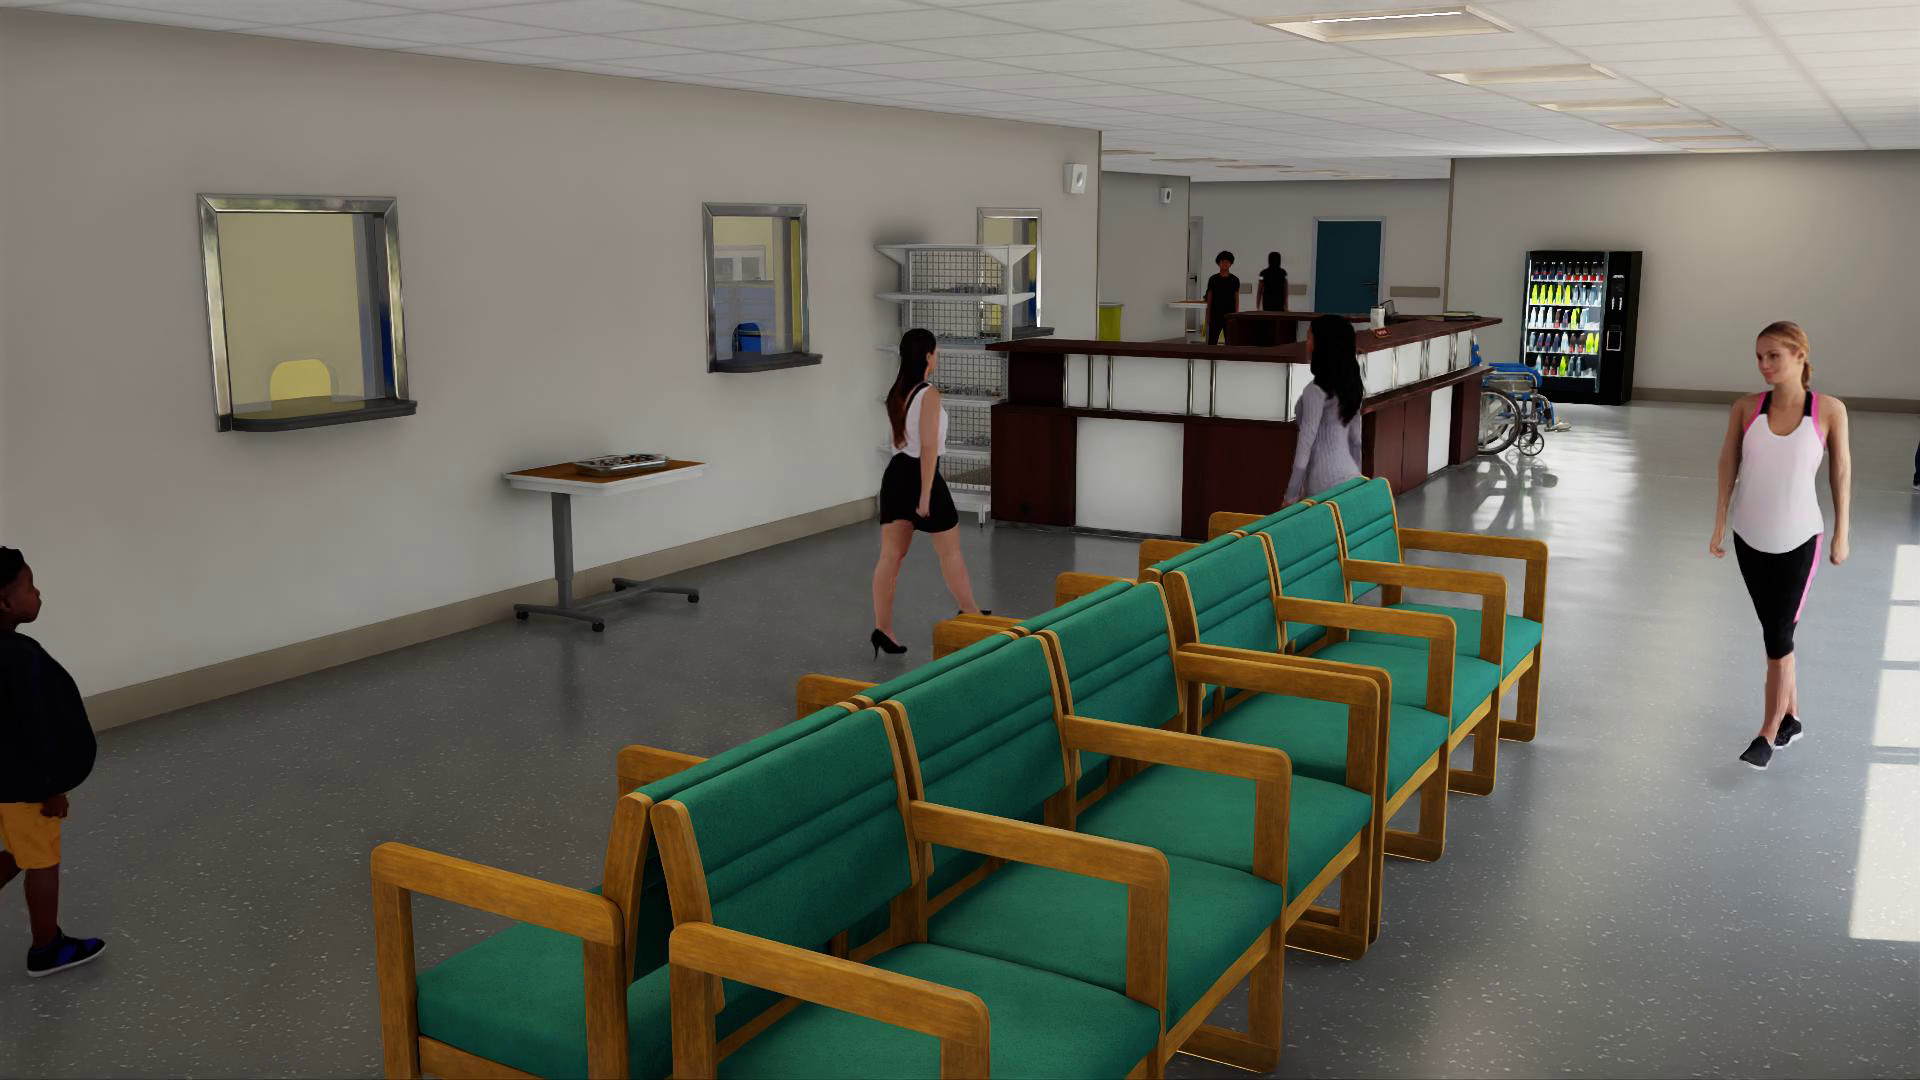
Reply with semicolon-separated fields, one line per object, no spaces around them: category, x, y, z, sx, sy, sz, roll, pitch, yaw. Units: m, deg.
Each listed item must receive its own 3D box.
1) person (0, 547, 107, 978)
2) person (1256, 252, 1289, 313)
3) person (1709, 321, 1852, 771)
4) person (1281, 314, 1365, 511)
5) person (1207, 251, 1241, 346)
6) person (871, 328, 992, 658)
person;-2.715;0.652;4.699;0.653;1.262;0.639;9;14;39
person;4.999;-3.702;26.451;0.972;1.706;0.962;0;11;-1
person;3.334;0.021;6.729;0.989;1.744;0.832;10;15;43
person;1.871;-0.206;7.998;0.636;1.718;0.640;7;13;33
person;3.760;-3.240;23.799;0.646;1.787;0.762;1;11;8
person;-0.288;-0.204;8.268;0.790;1.612;1.014;-10;15;-42
